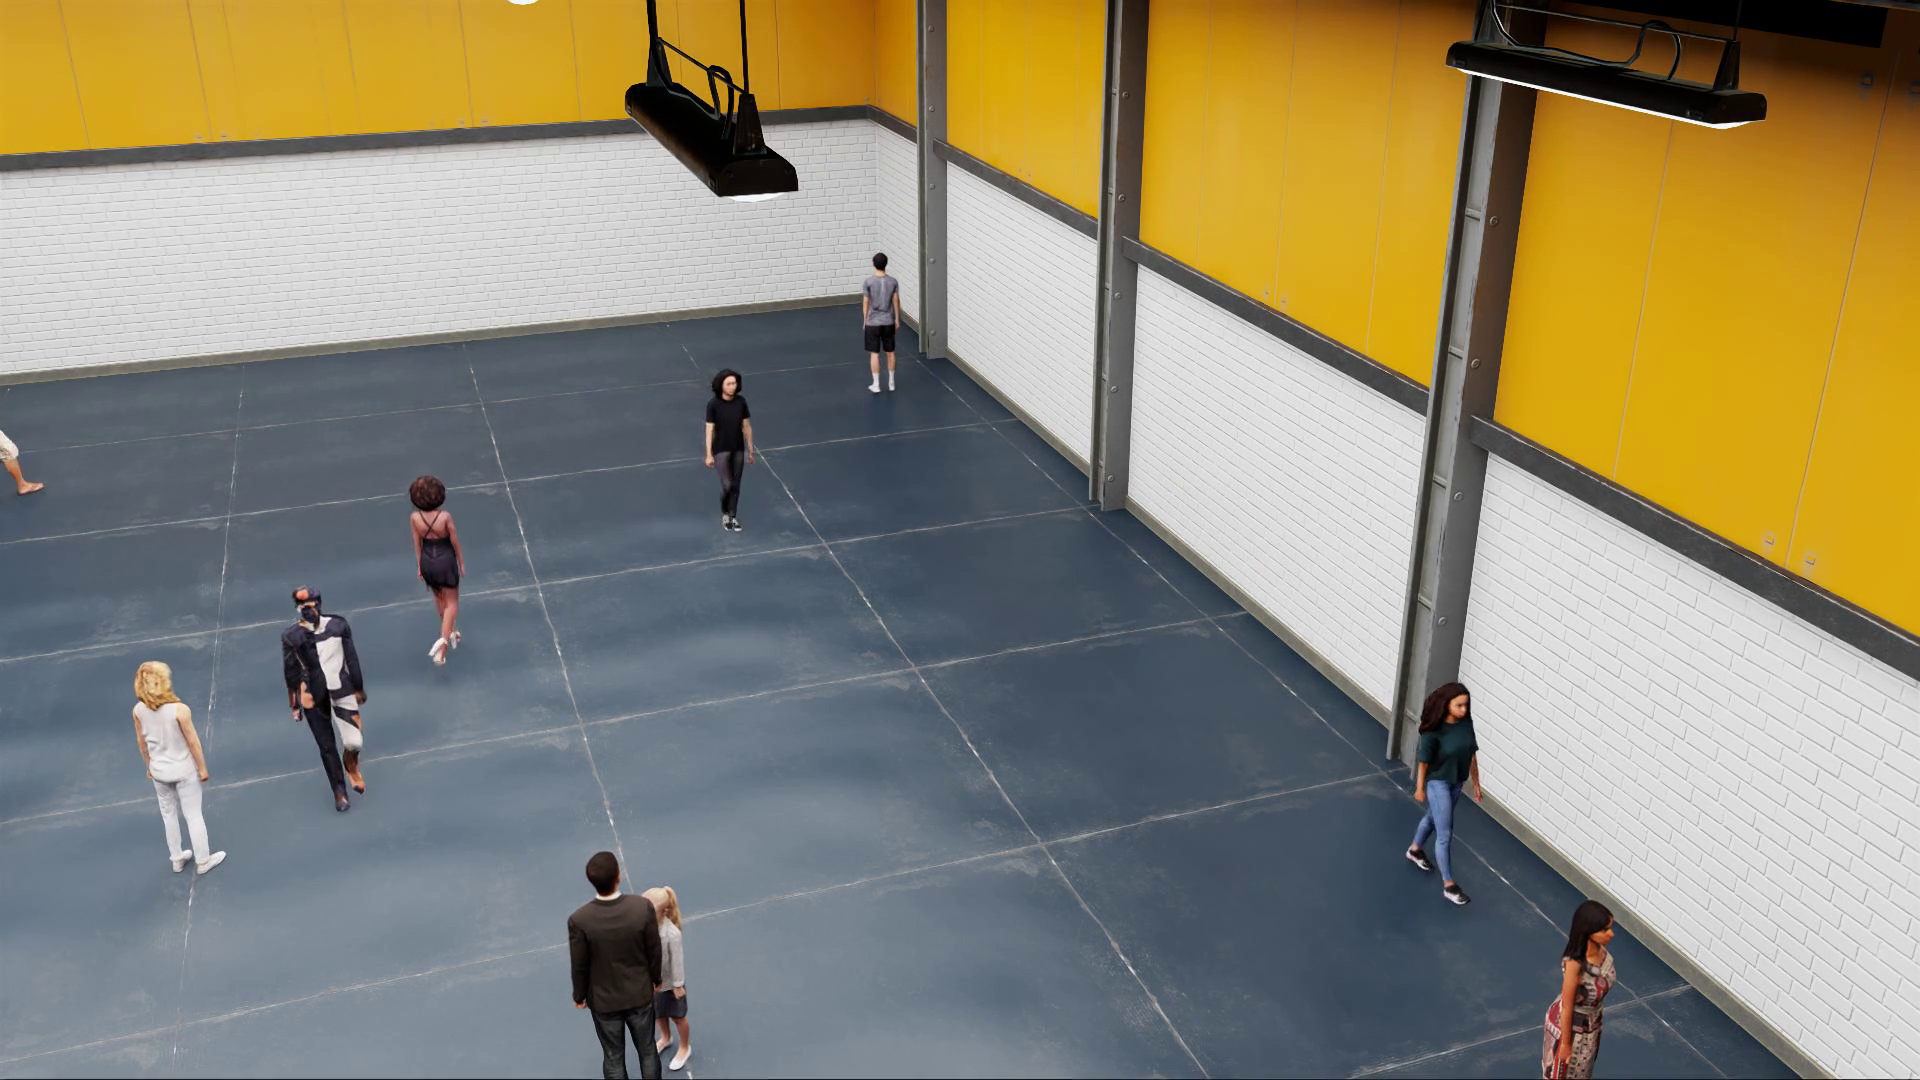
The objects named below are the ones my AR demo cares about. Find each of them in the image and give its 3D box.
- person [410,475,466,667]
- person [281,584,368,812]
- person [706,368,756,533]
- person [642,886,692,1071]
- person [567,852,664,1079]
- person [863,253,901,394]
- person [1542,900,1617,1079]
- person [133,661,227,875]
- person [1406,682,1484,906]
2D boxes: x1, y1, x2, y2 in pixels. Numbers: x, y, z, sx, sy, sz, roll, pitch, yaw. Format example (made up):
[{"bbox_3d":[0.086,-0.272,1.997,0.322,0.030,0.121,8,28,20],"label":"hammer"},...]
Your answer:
[{"bbox_3d":[-4.683,0.305,14.899,0.822,1.763,1.127,0,24,1],"label":"person"},{"bbox_3d":[-4.864,1.165,12.779,0.723,1.885,0.687,-10,26,-22],"label":"person"},{"bbox_3d":[-2.505,-0.993,17.789,0.722,1.826,0.679,-14,27,-29],"label":"person"},{"bbox_3d":[-1.808,2.648,10.152,0.583,1.272,0.651,15,28,31],"label":"person"},{"bbox_3d":[-1.964,2.590,9.623,0.678,1.802,0.531,-8,25,-17],"label":"person"},{"bbox_3d":[-1.050,-2.885,22.059,0.668,1.872,0.551,-6,24,-14],"label":"person"},{"bbox_3d":[3.486,2.751,9.449,0.717,1.645,0.725,18,29,35],"label":"person"},{"bbox_3d":[-5.671,1.635,11.971,0.683,1.671,0.686,2,24,5],"label":"person"},{"bbox_3d":[3.428,1.718,11.896,0.674,1.579,0.995,-12,26,-25],"label":"person"}]
